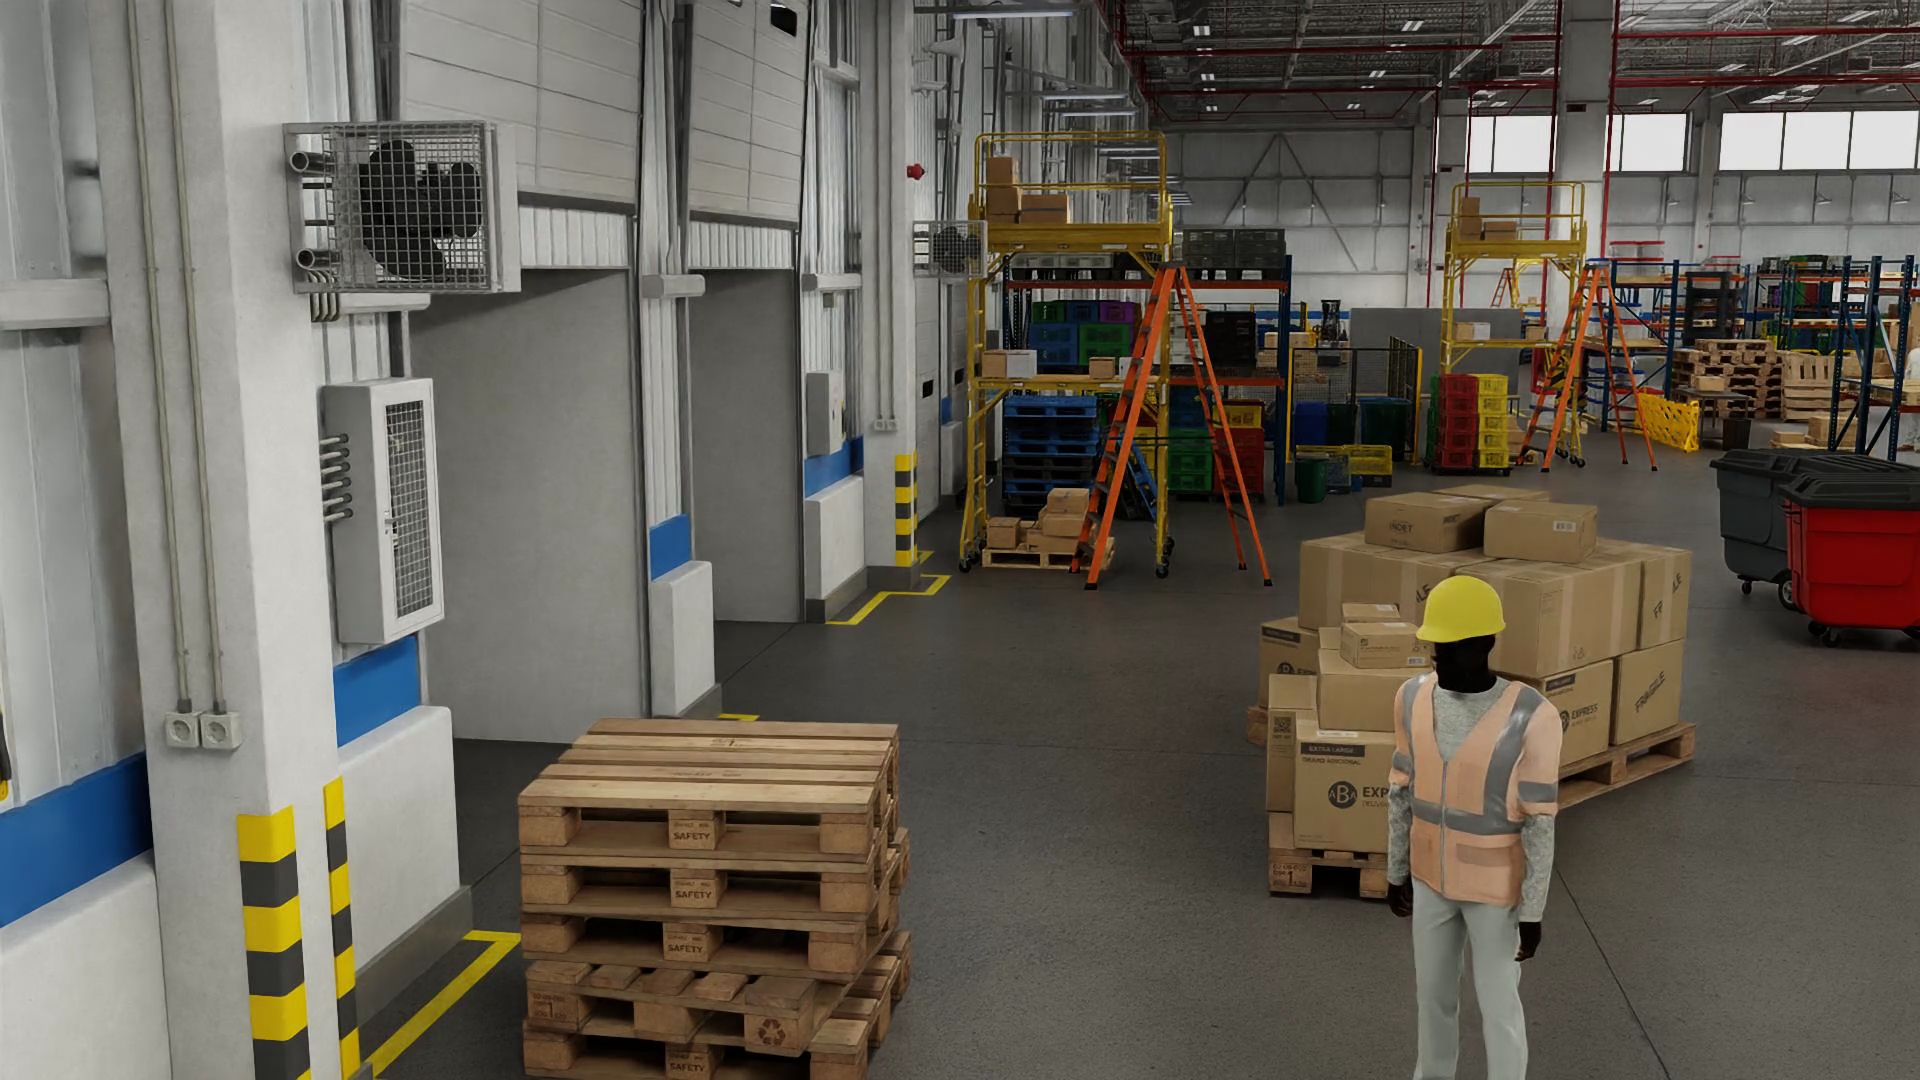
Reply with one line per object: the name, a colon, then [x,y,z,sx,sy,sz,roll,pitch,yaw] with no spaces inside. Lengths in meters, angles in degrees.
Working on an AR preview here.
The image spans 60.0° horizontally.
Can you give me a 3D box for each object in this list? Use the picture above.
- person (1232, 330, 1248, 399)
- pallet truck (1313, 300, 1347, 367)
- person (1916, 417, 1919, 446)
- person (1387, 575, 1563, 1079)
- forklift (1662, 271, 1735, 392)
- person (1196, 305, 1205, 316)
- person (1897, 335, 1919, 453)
person: [5.856,-3.586,34.726,0.314,1.631,0.517,-3,10,-17]
pallet truck: [11.159,-6.200,49.718,0.823,1.965,1.885,4,10,26]
person: [15.736,-2.359,26.836,0.485,1.737,0.320,-4,10,-23]
person: [1.577,1.055,5.226,0.393,1.920,0.586,-8,12,-39]
forklift: [17.033,-4.751,38.066,1.129,2.768,1.873,9,13,43]
person: [6.379,-5.297,44.368,0.545,1.929,0.390,-7,12,-39]
person: [15.023,-2.318,25.967,0.372,1.938,0.630,-4,10,-24]
